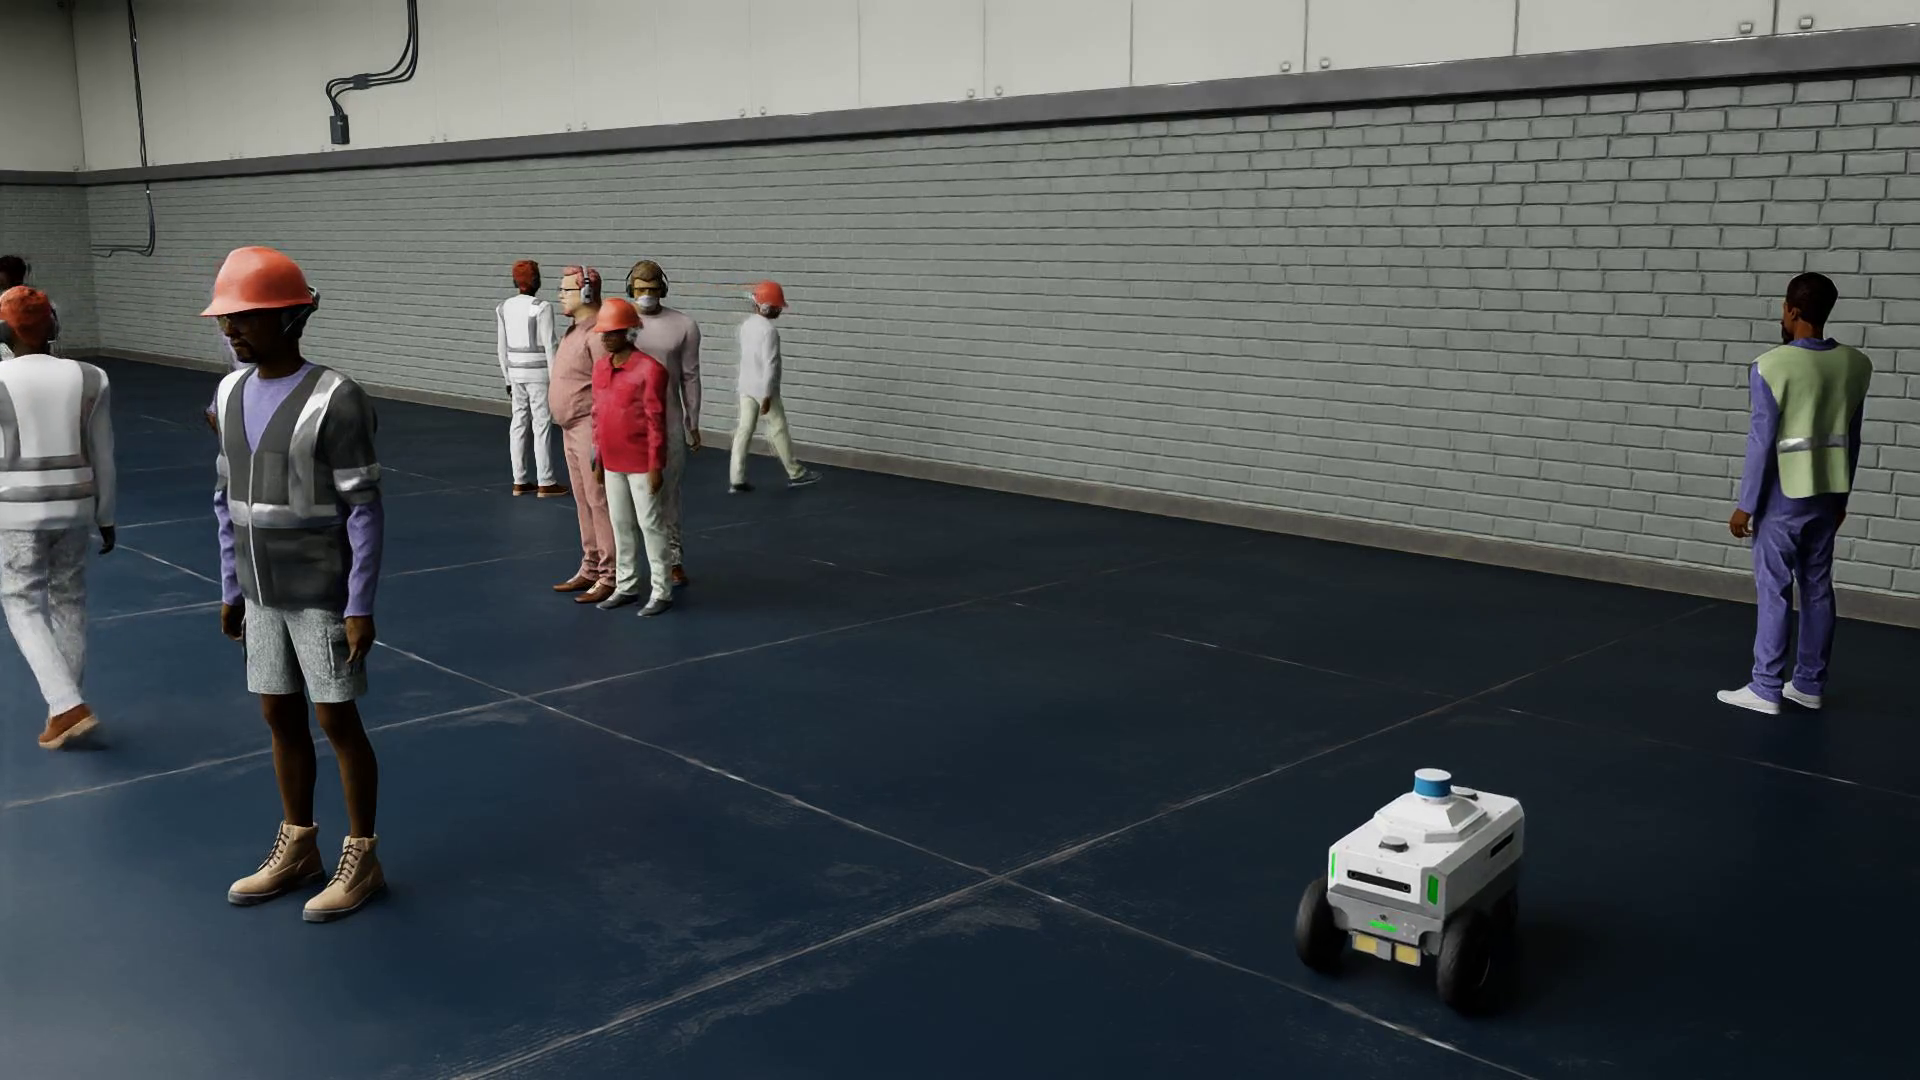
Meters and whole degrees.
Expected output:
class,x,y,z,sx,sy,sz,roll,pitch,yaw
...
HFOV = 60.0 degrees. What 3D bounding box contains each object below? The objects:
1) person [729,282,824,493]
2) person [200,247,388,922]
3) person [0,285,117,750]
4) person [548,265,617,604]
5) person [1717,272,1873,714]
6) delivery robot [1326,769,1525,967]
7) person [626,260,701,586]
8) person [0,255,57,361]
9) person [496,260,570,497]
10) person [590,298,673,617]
class,x,y,z,sx,sy,sz,roll,pitch,yaw
person,-1.537,-1.234,13.500,0.830,1.689,0.551,-9,13,-39
person,-2.031,0.147,5.037,0.615,2.040,0.391,5,12,26
person,-3.705,-0.079,6.733,0.541,1.879,0.587,9,14,42
person,-2.131,-0.601,9.485,0.410,1.909,0.642,-6,12,-29
person,3.638,-0.193,7.229,0.591,1.919,0.390,-4,11,-18
delivery robot,1.340,0.897,4.751,0.477,0.478,0.707,8,13,37
person,-1.833,-0.678,9.834,0.628,1.935,0.373,-3,11,-14
person,-7.525,-1.307,13.308,0.608,1.910,0.997,2,11,13
person,-3.404,-1.279,13.243,0.581,1.884,0.351,5,12,27
person,-1.825,-0.448,9.106,0.568,1.743,0.356,8,13,36
